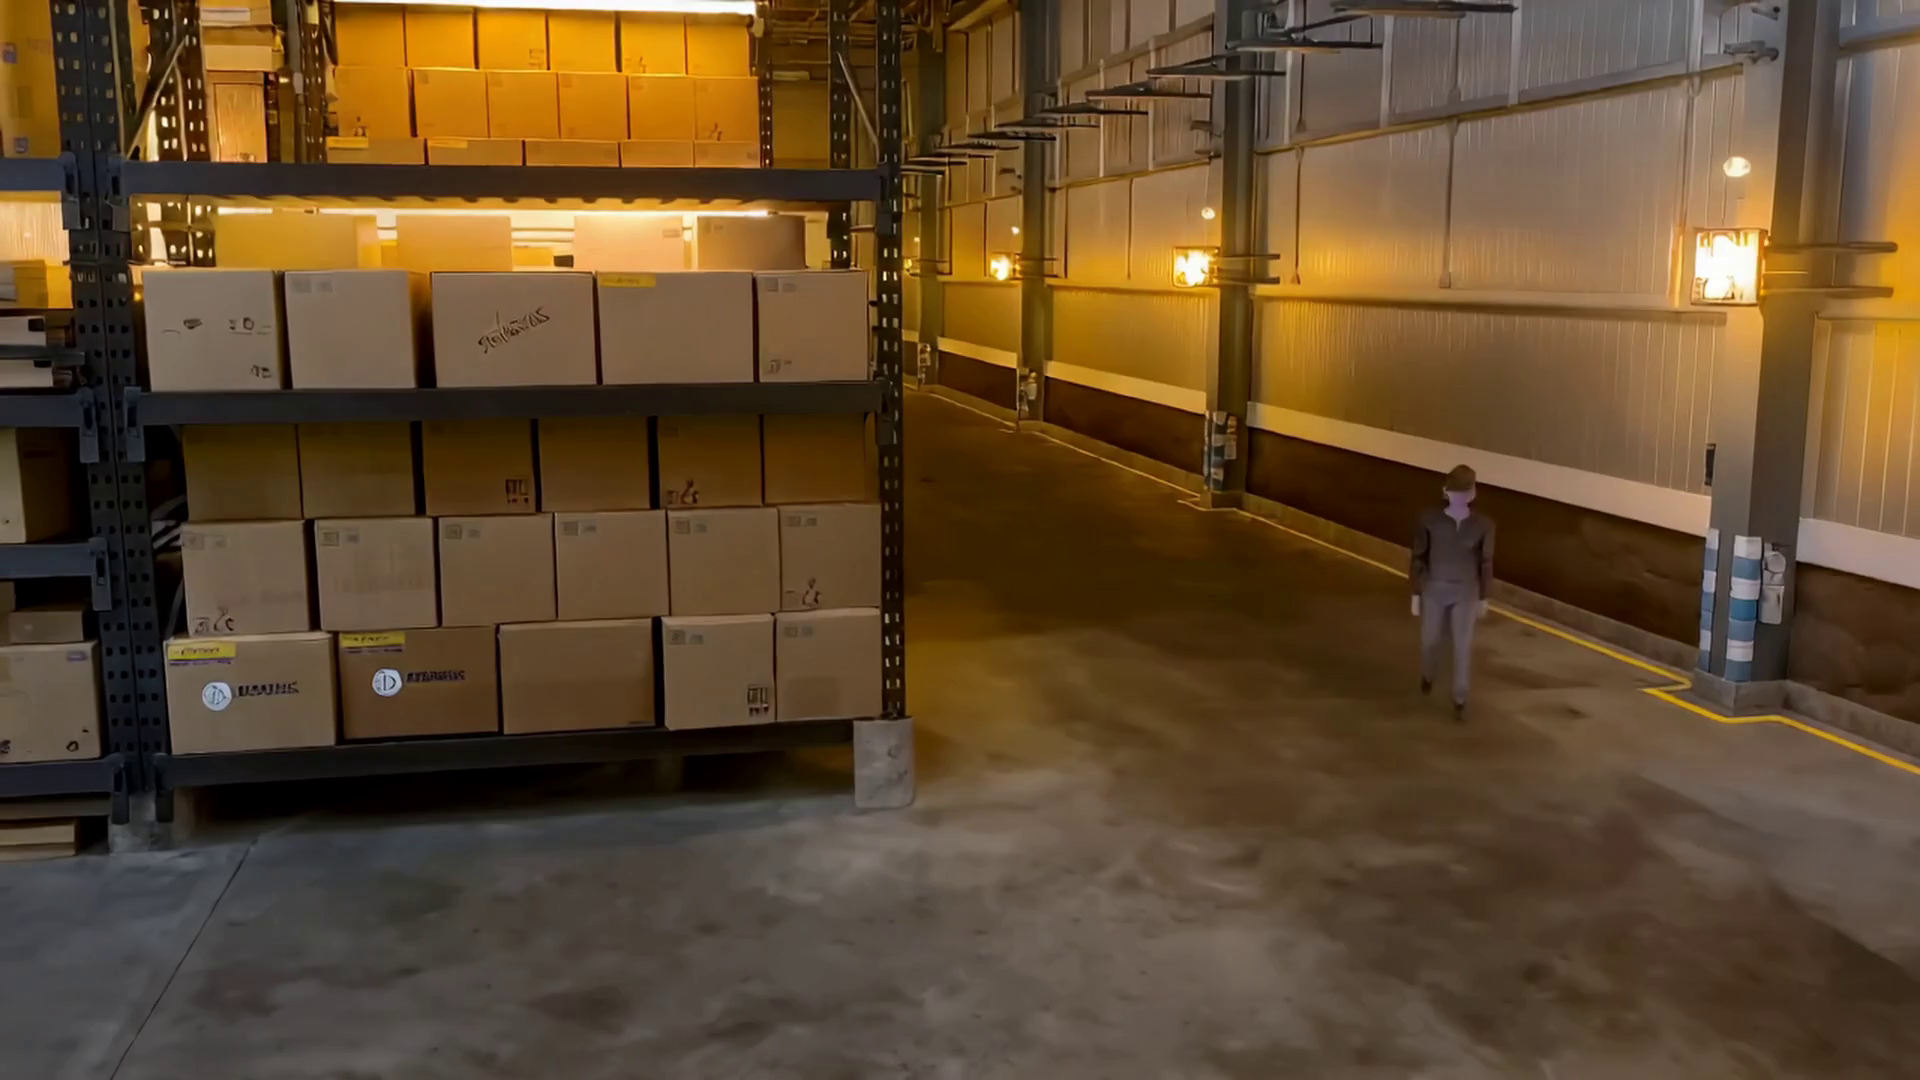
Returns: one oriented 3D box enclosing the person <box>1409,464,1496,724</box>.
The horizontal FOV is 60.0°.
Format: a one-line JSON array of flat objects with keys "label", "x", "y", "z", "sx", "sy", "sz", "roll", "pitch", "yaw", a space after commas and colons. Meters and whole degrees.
[{"label": "person", "x": 3.338, "y": 0.325, "z": 11.319, "sx": 0.561, "sy": 1.725, "sz": 0.726, "roll": 2, "pitch": 9, "yaw": 11}]
